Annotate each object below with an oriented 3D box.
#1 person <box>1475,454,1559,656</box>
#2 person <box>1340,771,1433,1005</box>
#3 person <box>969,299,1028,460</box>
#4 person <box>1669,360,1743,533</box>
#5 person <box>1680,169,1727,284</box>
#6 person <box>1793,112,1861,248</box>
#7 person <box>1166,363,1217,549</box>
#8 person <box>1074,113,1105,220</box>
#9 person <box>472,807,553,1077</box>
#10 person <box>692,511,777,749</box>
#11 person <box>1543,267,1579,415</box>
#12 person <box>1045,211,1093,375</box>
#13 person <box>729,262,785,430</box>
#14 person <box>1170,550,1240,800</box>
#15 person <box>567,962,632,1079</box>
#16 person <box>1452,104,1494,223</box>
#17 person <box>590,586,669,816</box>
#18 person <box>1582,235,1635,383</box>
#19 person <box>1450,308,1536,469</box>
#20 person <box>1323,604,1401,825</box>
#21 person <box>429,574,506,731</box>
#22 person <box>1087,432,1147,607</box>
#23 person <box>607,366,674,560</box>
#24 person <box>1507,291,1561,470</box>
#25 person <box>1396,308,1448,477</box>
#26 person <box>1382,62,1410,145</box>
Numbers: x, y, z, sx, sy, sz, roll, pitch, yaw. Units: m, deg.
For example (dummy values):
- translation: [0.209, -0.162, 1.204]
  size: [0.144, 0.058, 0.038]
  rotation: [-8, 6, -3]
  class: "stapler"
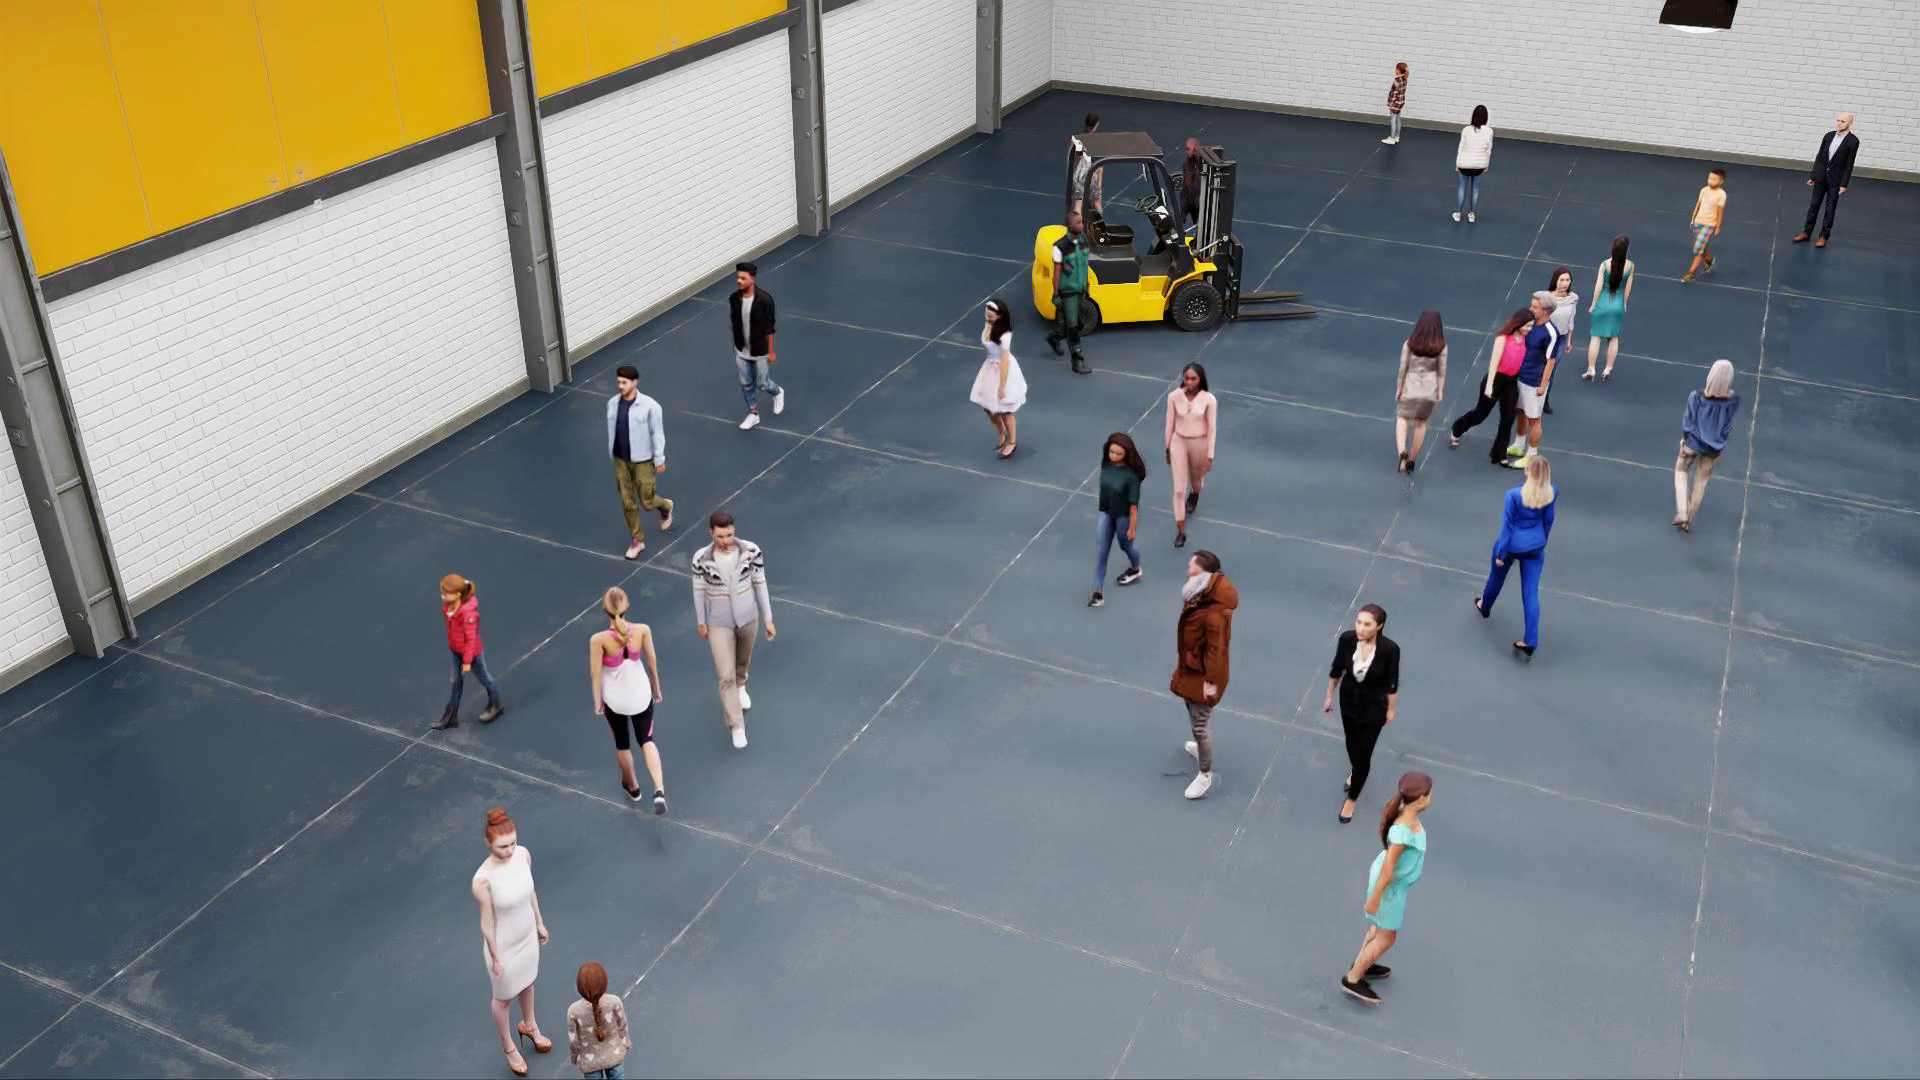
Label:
- translation: [4.579, 0.146, 13.436]
  size: [1.049, 1.651, 1.251]
  rotation: [-4, 29, -7]
  class: "person"
- translation: [2.547, 2.082, 10.017]
  size: [0.744, 1.527, 0.564]
  rotation: [17, 33, 28]
  class: "person"
- translation: [0.441, -1.584, 16.488]
  size: [0.936, 1.767, 0.864]
  rotation: [-12, 31, -21]
  class: "person"
- translation: [6.798, -0.809, 15.150]
  size: [0.710, 1.686, 0.771]
  rotation: [4, 29, 7]
  class: "person"
- translation: [9.608, -4.044, 21.340]
  size: [1.013, 1.438, 0.853]
  rotation: [-17, 33, -28]
  class: "person"
- translation: [11.788, -4.898, 22.528]
  size: [0.754, 1.800, 0.762]
  rotation: [-20, 34, -32]
  class: "person"
- translation: [2.115, -0.833, 15.192]
  size: [0.764, 1.690, 1.181]
  rotation: [7, 29, 12]
  class: "person"
- translation: [1.661, -4.792, 22.338]
  size: [0.658, 1.796, 0.939]
  rotation: [14, 32, 24]
  class: "person"
- translation: [-2.540, 2.262, 9.404]
  size: [0.649, 1.799, 0.449]
  rotation: [16, 33, 27]
  class: "person"
- translation: [-1.718, 0.557, 12.507]
  size: [1.185, 1.819, 1.243]
  rotation: [-10, 30, -18]
  class: "person"
- translation: [6.232, -2.111, 17.593]
  size: [0.678, 1.633, 0.695]
  rotation: [-4, 29, -8]
  class: "person"
- translation: [1.205, -2.810, 18.680]
  size: [1.106, 1.819, 1.005]
  rotation: [-24, 37, -37]
  class: "person"
- translation: [-2.096, -2.048, 17.310]
  size: [0.699, 1.793, 0.838]
  rotation: [14, 31, 24]
  class: "person"
- translation: [1.746, 0.965, 11.769]
  size: [0.974, 1.811, 0.831]
  rotation: [-8, 30, -15]
  class: "person"
- translation: [-1.964, 2.784, 9.078]
  size: [0.552, 1.194, 0.614]
  rotation: [-10, 30, -18]
  class: "person"
- translation: [7.225, -5.316, 23.465]
  size: [0.680, 1.636, 0.670]
  rotation: [2, 29, 3]
  class: "person"
- translation: [-2.267, 1.154, 11.463]
  size: [1.006, 1.772, 1.016]
  rotation: [-14, 32, -24]
  class: "person"
- translation: [7.163, -2.557, 18.357]
  size: [0.609, 1.685, 0.591]
  rotation: [2, 29, 3]
  class: "person"
- translation: [5.317, -1.547, 16.568]
  size: [1.076, 1.625, 1.077]
  rotation: [-13, 31, -22]
  class: "person"
- translation: [2.863, 1.121, 11.667]
  size: [0.714, 1.633, 0.939]
  rotation: [19, 34, 30]
  class: "person"
- translation: [-3.662, 0.818, 12.575]
  size: [0.621, 1.296, 0.846]
  rotation: [20, 34, 32]
  class: "person"
- translation: [1.386, -0.227, 14.209]
  size: [1.145, 1.567, 0.806]
  rotation: [-24, 37, -36]
  class: "person"
- translation: [-2.874, -0.733, 14.898]
  size: [0.724, 1.796, 0.933]
  rotation: [10, 30, 17]
  class: "person"
- translation: [5.671, -1.599, 16.444]
  size: [0.776, 1.835, 0.676]
  rotation: [-5, 29, -9]
  class: "person"
- translation: [4.461, -1.384, 16.155]
  size: [0.678, 1.735, 0.794]
  rotation: [7, 29, 12]
  class: "person"
- translation: [7.139, -7.141, 27.157]
  size: [0.631, 1.305, 0.506]
  rotation: [22, 35, 34]
  class: "person"
